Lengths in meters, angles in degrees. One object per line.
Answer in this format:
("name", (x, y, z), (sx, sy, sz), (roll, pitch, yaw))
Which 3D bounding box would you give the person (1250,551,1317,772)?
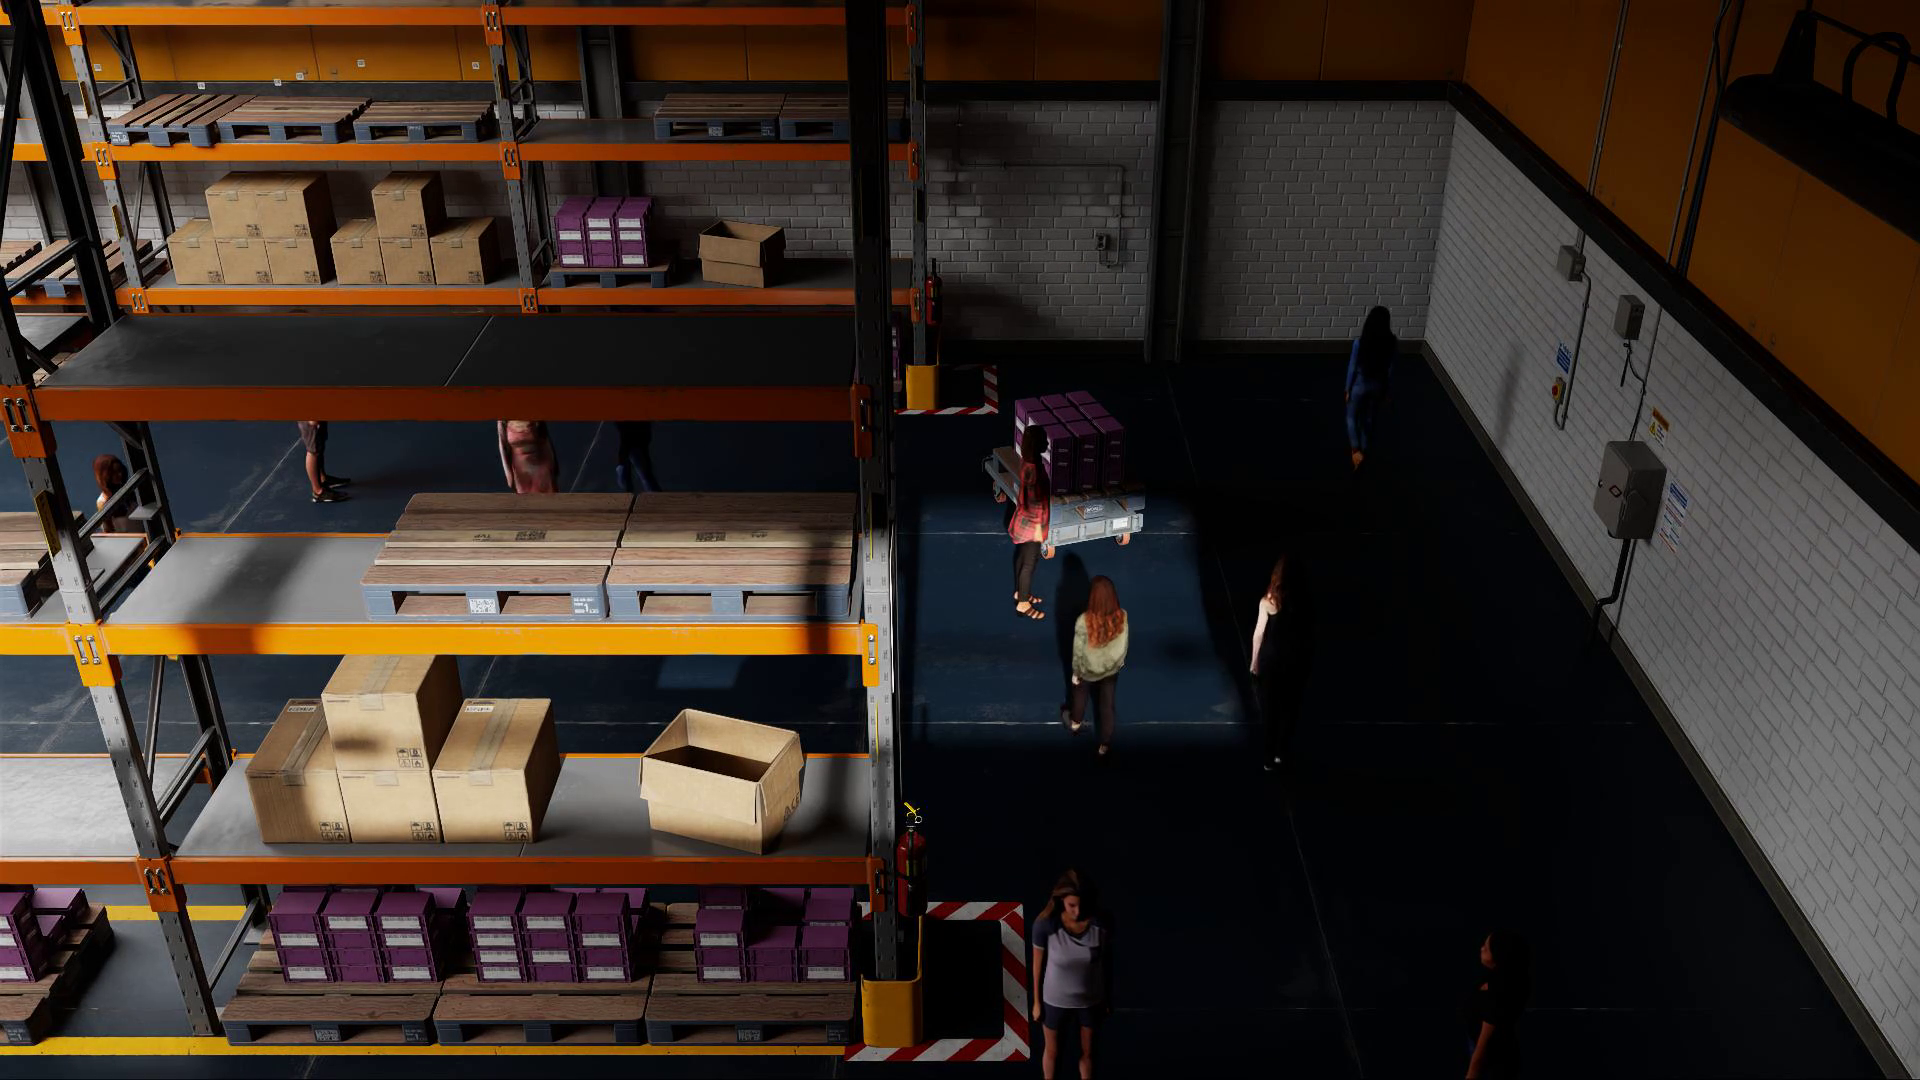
("person", (2.236, 0.899, 11.544), (0.645, 1.742, 0.718), (6, 29, 10))

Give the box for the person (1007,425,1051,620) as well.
("person", (0.574, -0.156, 13.519), (0.570, 1.702, 0.632), (-2, 29, -4))

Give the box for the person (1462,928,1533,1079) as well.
("person", (2.662, 2.662, 8.322), (0.703, 1.733, 0.658), (19, 34, 31))

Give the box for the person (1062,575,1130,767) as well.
("person", (1.003, 0.947, 11.752), (0.840, 1.458, 0.792), (-7, 29, -13))

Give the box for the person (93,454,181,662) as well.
("person", (-6.460, 0.144, 12.902), (1.070, 1.766, 0.778), (8, 30, 14))

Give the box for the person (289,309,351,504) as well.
("person", (-6.011, -1.257, 15.376), (0.638, 1.858, 0.700), (-6, 29, -11))

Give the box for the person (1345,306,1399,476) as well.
("person", (3.889, -1.372, 15.756), (0.811, 1.696, 0.660), (1, 29, 1))

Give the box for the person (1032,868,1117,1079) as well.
("person", (0.593, 2.401, 8.807), (0.488, 1.727, 0.660), (-2, 29, -3))
